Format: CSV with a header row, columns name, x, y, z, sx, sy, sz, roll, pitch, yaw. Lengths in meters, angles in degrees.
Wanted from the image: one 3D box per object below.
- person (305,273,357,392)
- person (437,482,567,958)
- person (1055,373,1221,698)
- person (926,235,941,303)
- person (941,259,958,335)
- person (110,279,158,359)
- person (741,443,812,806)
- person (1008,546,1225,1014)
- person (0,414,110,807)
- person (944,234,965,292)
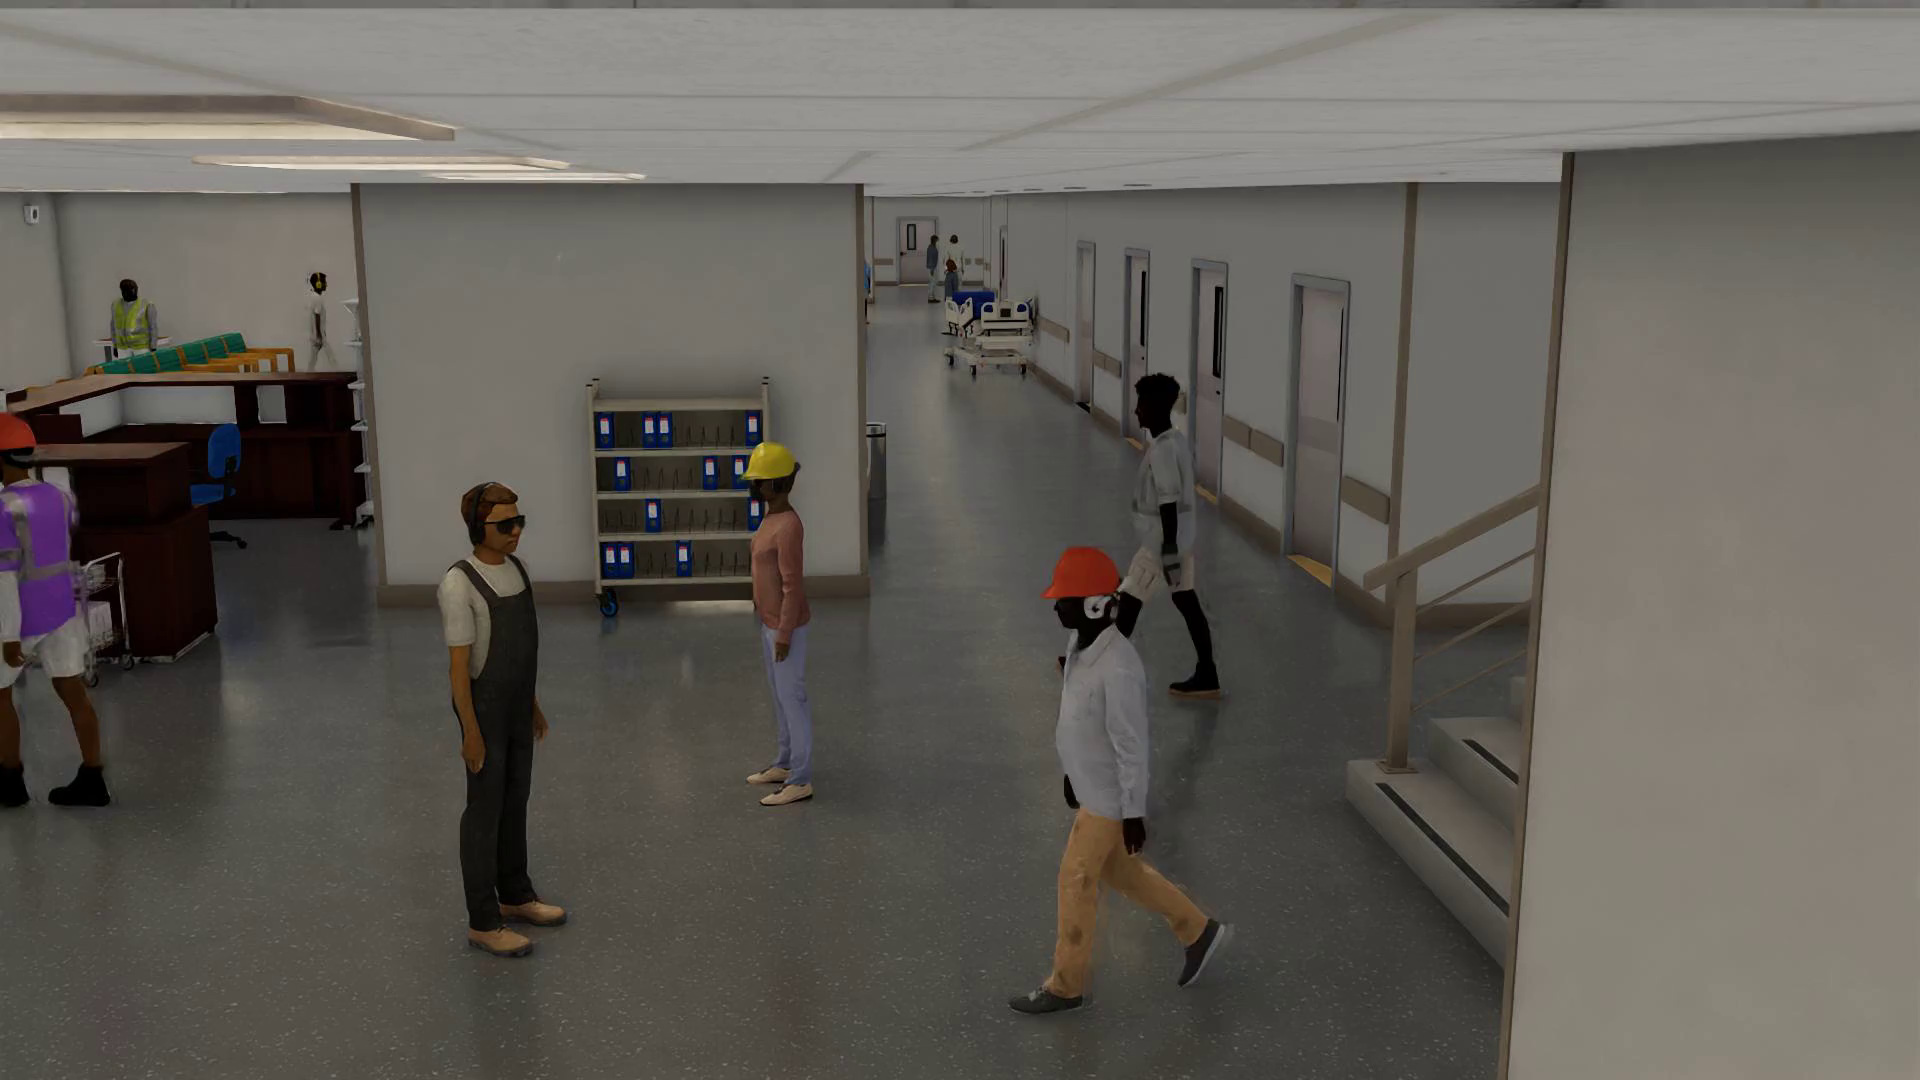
name,x,y,z,sx,sy,sz,roll,pitch,yaw
person,-9.421,-3.049,24.764,0.914,1.829,0.557,-9,15,-37
person,-1.789,0.685,6.488,0.345,1.846,0.508,3,12,15
person,1.087,-0.016,9.725,1.004,1.914,0.632,3,12,16
person,-0.768,-7.694,47.253,0.383,1.928,0.636,1,12,7
person,-0.203,-5.260,36.061,0.278,1.634,0.498,-6,13,-25
person,-11.331,-2.653,22.817,0.620,1.845,0.430,0,12,1
person,-0.888,0.403,8.074,0.314,1.768,0.522,-3,12,-16
person,0.587,0.855,5.971,0.780,1.723,0.573,-2,12,-8
person,-4.501,0.351,7.951,0.816,1.906,0.565,2,12,10
person,-0.158,-7.674,47.111,0.627,1.940,0.370,-4,12,-19
